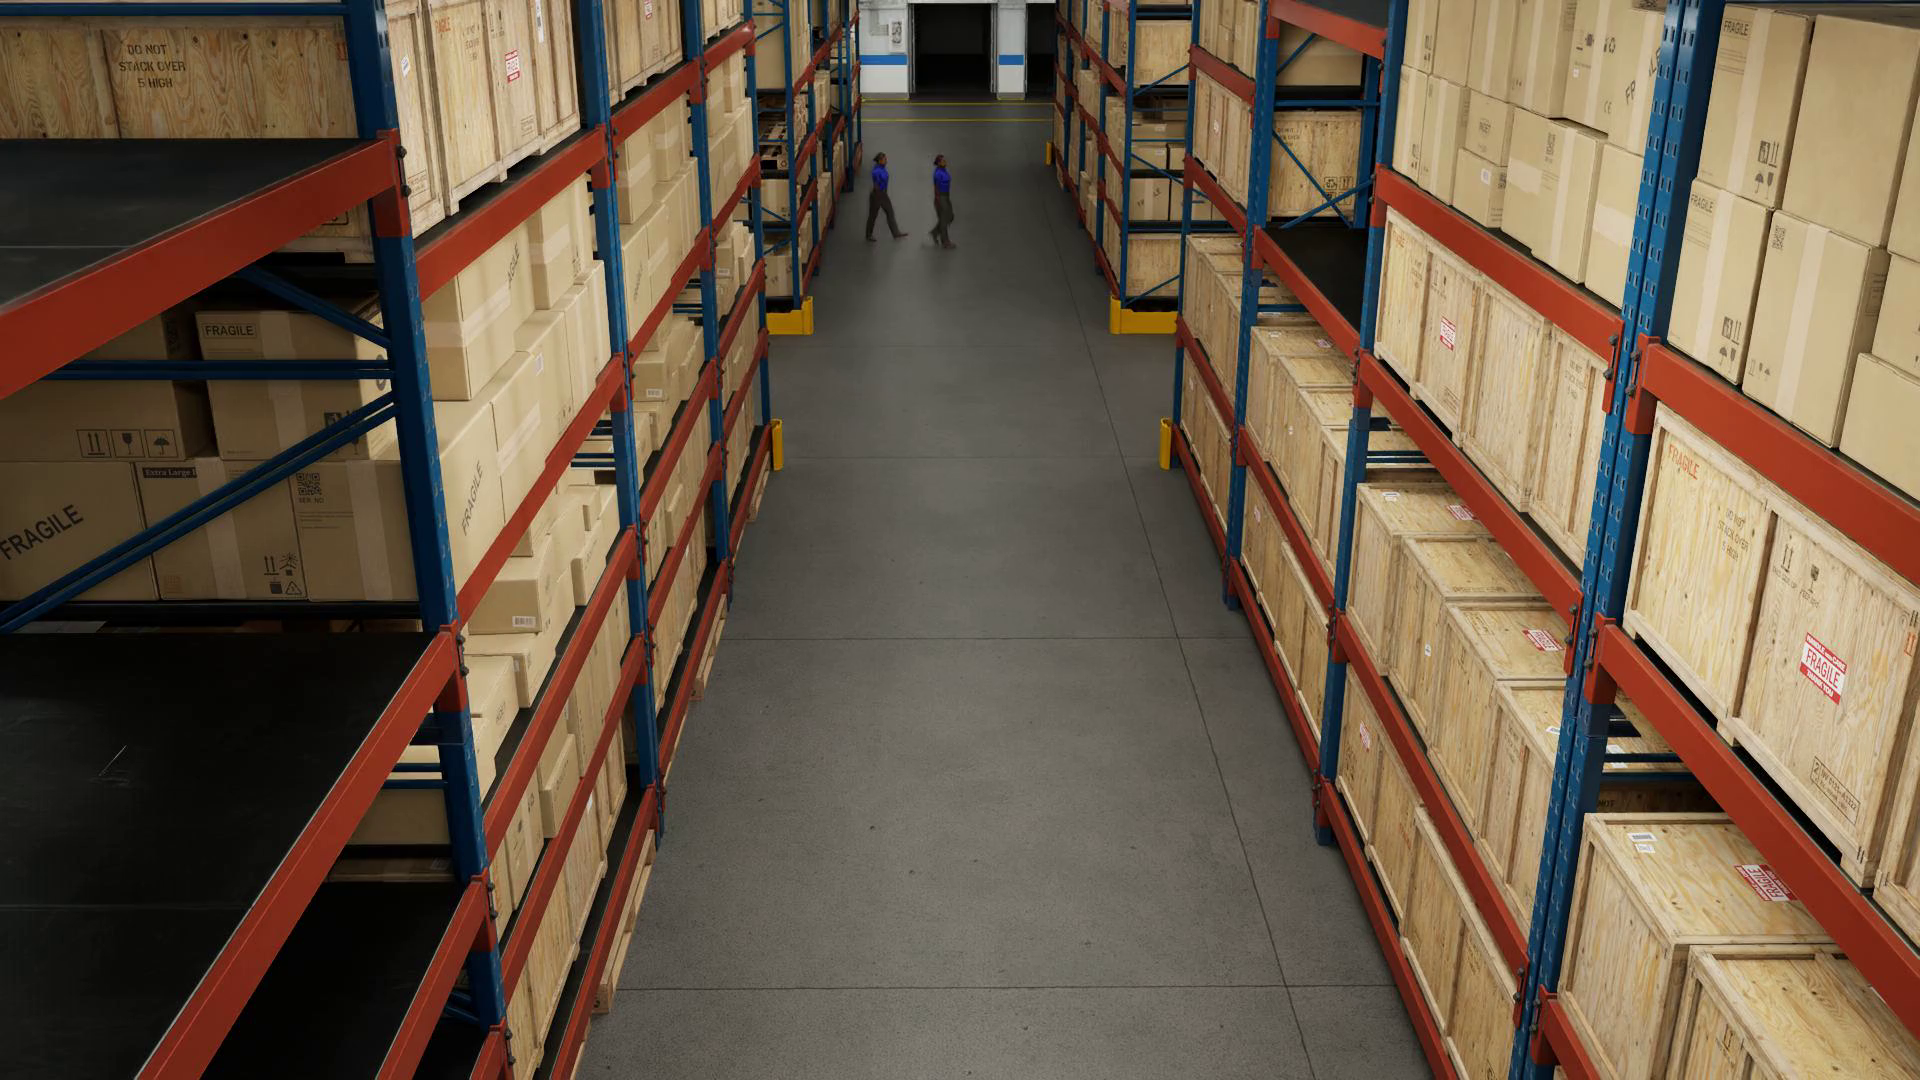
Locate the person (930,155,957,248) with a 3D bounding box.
[{"bbox_3d":[-0.329,-6.185,30.346,0.582,1.665,0.461,8,23,19],"label":"person"}]

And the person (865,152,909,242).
[{"bbox_3d":[-1.390,-6.308,30.620,0.800,1.640,0.480,12,24,27],"label":"person"}]
